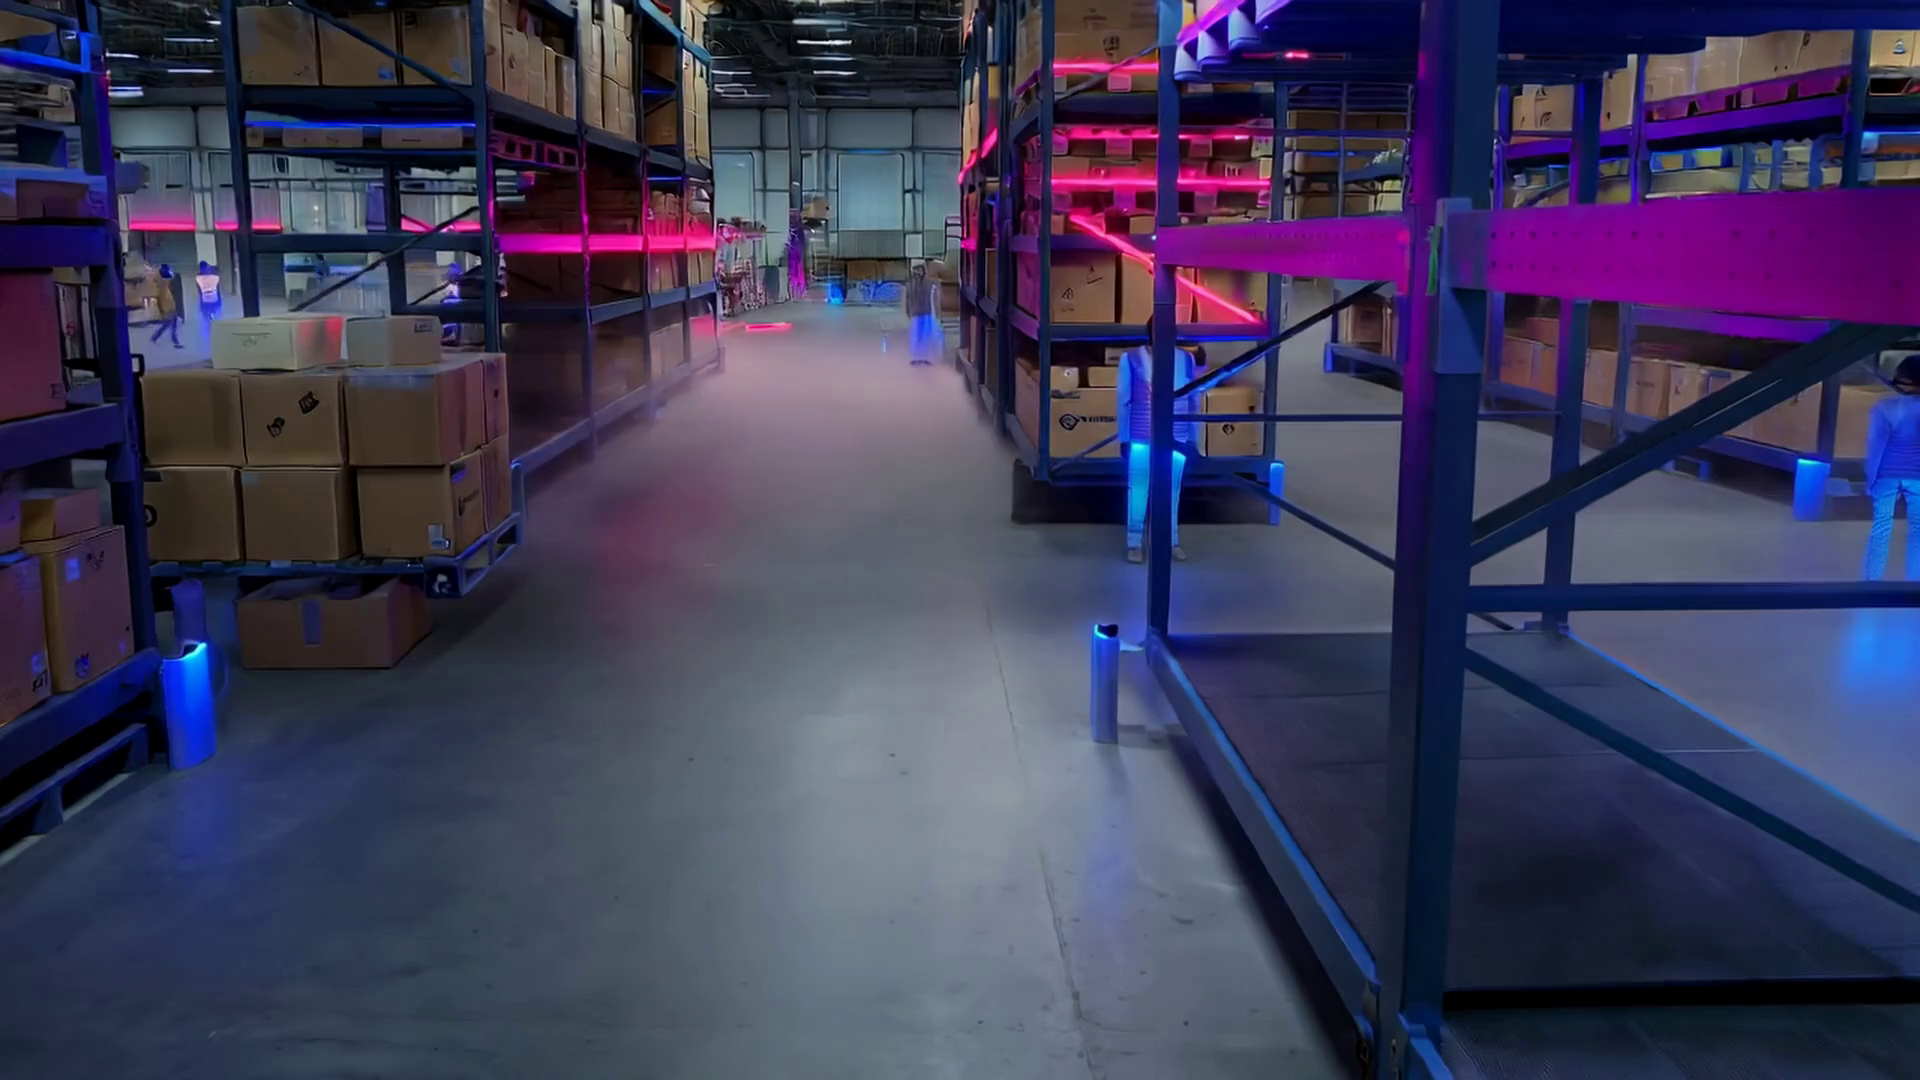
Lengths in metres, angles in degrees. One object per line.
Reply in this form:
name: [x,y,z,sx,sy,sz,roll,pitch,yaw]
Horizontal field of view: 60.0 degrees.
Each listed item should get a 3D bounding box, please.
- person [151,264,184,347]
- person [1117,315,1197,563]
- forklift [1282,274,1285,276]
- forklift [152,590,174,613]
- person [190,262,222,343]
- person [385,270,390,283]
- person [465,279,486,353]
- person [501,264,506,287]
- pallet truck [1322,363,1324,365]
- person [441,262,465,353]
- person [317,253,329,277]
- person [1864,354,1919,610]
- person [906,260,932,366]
person: [-17.556,-5.157,36.730,0.528,1.851,0.698,8,13,37]
person: [1.457,-0.751,12.202,0.624,1.844,0.429,-2,10,-13]
forklift: [12.244,-10.301,62.506,1.129,2.768,1.873,0,10,-2]
forklift: [-5.858,-0.811,9.639,1.873,2.768,1.129,-1,10,-3]
person: [-17.472,-5.485,38.463,0.952,1.872,0.613,8,13,37]
person: [-18.801,-8.375,55.092,0.320,1.698,0.537,4,11,23]
person: [-8.754,-3.894,30.144,0.611,1.678,0.539,1,10,7]
person: [-15.930,-9.175,59.228,0.828,1.809,0.636,6,12,32]
pallet truck: [7.712,-4.157,30.737,1.885,1.965,0.823,3,11,16]
person: [-10.513,-4.758,34.295,0.552,1.916,0.561,0,10,-1]
person: [-25.907,-10.780,67.693,0.631,1.982,0.492,8,13,39]
person: [6.064,-0.373,10.669,0.279,1.633,0.498,-10,14,-44]
person: [-0.767,-4.293,31.505,0.376,1.995,0.612,9,13,40]
